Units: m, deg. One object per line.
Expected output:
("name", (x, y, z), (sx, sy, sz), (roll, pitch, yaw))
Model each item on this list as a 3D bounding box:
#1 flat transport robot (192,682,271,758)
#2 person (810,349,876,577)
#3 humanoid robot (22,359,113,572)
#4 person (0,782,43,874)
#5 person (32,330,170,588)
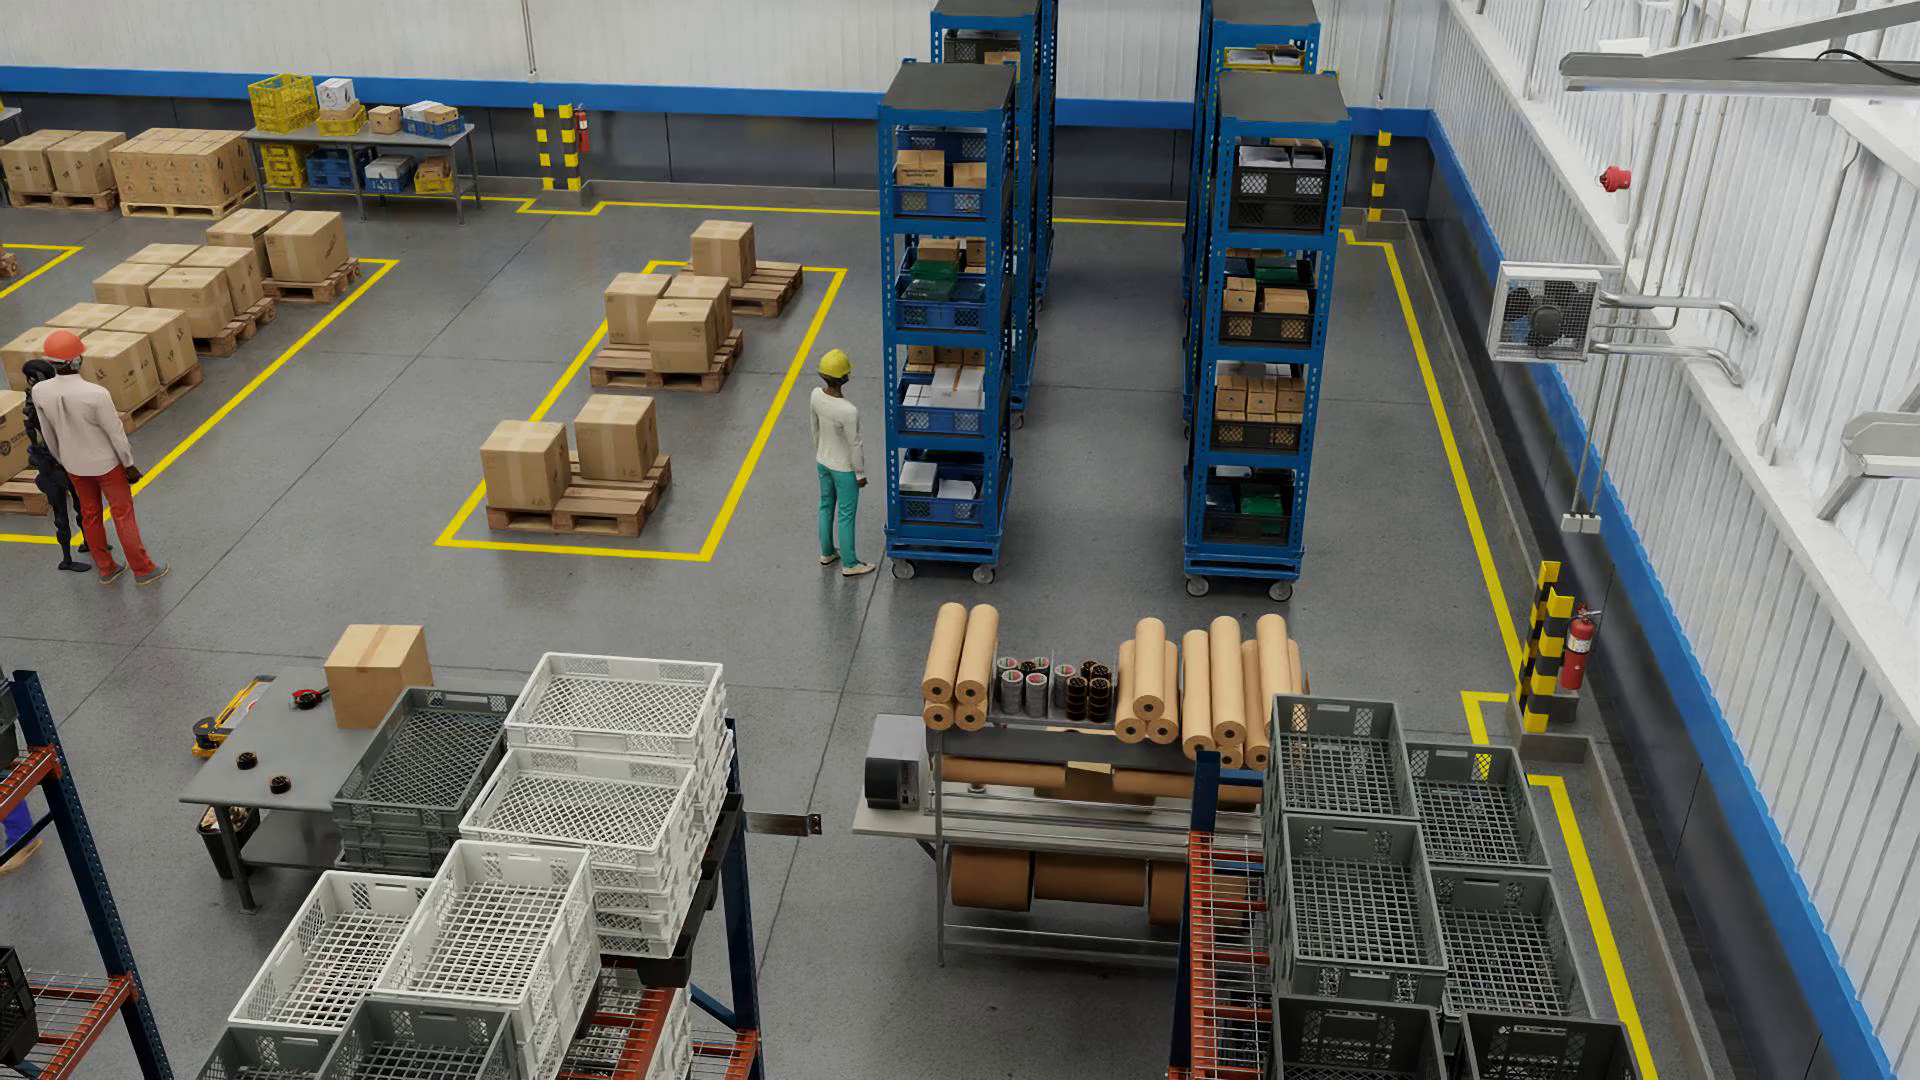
("flat transport robot", (-4.089, 1.163, 10.648), (1.431, 0.197, 0.652), (3, 30, 6))
("person", (-0.876, -0.564, 12.150), (0.299, 1.772, 0.524), (-25, 38, -36))
("humanoid robot", (-6.618, -0.566, 12.245), (0.326, 1.651, 0.570), (3, 30, 6))
("person", (-5.694, 0.969, 9.250), (0.679, 2.000, 0.536), (12, 32, 19))
("person", (-6.201, -0.568, 11.934), (0.609, 1.995, 0.376), (4, 30, 7))
